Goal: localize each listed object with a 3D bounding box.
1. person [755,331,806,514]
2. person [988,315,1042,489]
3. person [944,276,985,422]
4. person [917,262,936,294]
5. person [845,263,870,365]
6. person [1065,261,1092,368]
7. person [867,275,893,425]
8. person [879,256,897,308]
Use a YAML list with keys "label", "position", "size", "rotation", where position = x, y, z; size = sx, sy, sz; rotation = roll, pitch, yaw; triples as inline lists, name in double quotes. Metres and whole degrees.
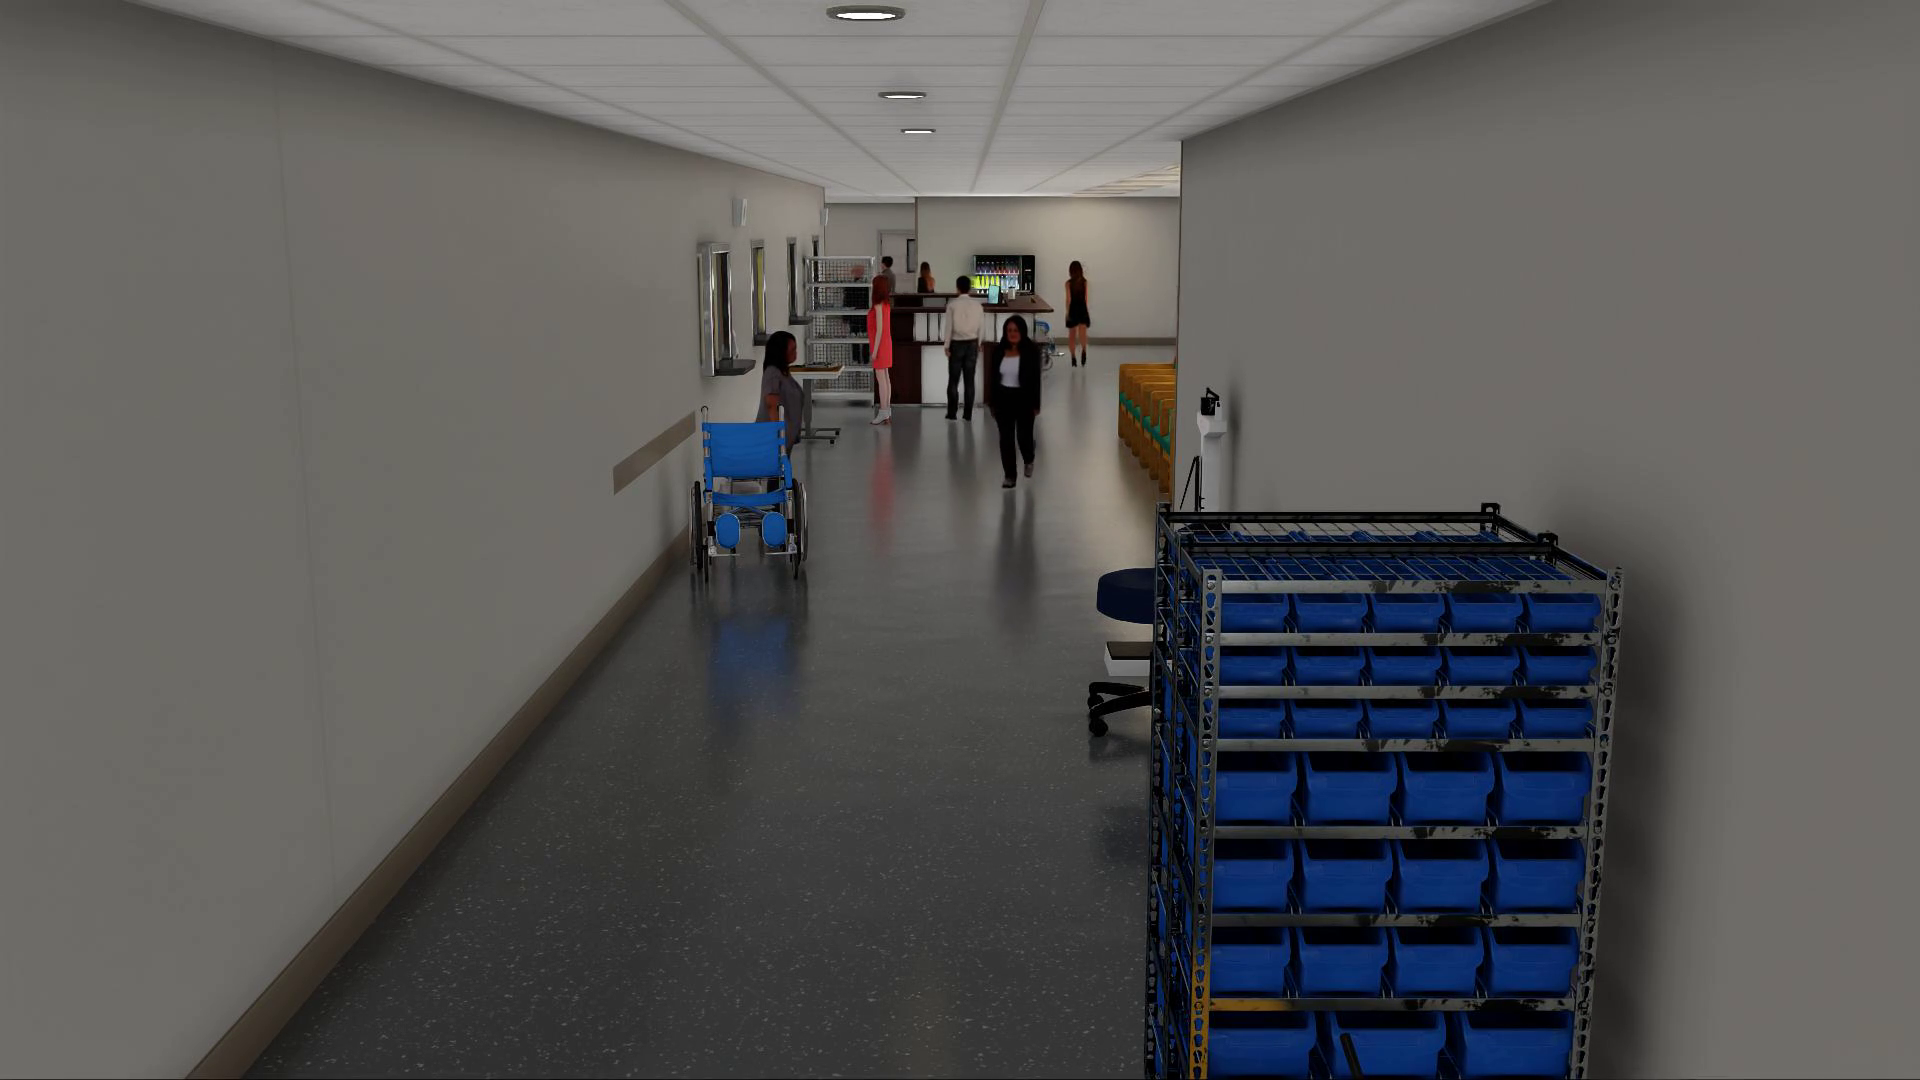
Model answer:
- label: "person"
  position: [-1.485, -0.880, 13.387]
  size: [0.652, 1.604, 0.640]
  rotation: [-1, 11, -3]
- label: "person"
  position: [0.523, -1.287, 15.531]
  size: [0.807, 1.604, 0.800]
  rotation: [2, 11, 12]
- label: "person"
  position: [0.072, -2.397, 20.839]
  size: [0.637, 1.807, 0.799]
  rotation: [-3, 11, -13]
- label: "person"
  position: [-0.627, -4.630, 32.892]
  size: [0.751, 1.699, 0.813]
  rotation: [-10, 15, -44]
- label: "person"
  position: [-1.682, -3.723, 27.937]
  size: [1.087, 1.764, 0.789]
  rotation: [1, 11, 3]
- label: "person"
  position: [2.002, -3.738, 27.943]
  size: [1.143, 1.791, 0.771]
  rotation: [-1, 11, -7]
- label: "person"
  position: [-0.971, -2.358, 20.575]
  size: [0.556, 1.828, 0.619]
  rotation: [2, 11, 10]
- label: "person"
  position: [-1.290, -4.300, 30.748]
  size: [1.248, 1.850, 1.020]
  rotation: [5, 12, 25]
